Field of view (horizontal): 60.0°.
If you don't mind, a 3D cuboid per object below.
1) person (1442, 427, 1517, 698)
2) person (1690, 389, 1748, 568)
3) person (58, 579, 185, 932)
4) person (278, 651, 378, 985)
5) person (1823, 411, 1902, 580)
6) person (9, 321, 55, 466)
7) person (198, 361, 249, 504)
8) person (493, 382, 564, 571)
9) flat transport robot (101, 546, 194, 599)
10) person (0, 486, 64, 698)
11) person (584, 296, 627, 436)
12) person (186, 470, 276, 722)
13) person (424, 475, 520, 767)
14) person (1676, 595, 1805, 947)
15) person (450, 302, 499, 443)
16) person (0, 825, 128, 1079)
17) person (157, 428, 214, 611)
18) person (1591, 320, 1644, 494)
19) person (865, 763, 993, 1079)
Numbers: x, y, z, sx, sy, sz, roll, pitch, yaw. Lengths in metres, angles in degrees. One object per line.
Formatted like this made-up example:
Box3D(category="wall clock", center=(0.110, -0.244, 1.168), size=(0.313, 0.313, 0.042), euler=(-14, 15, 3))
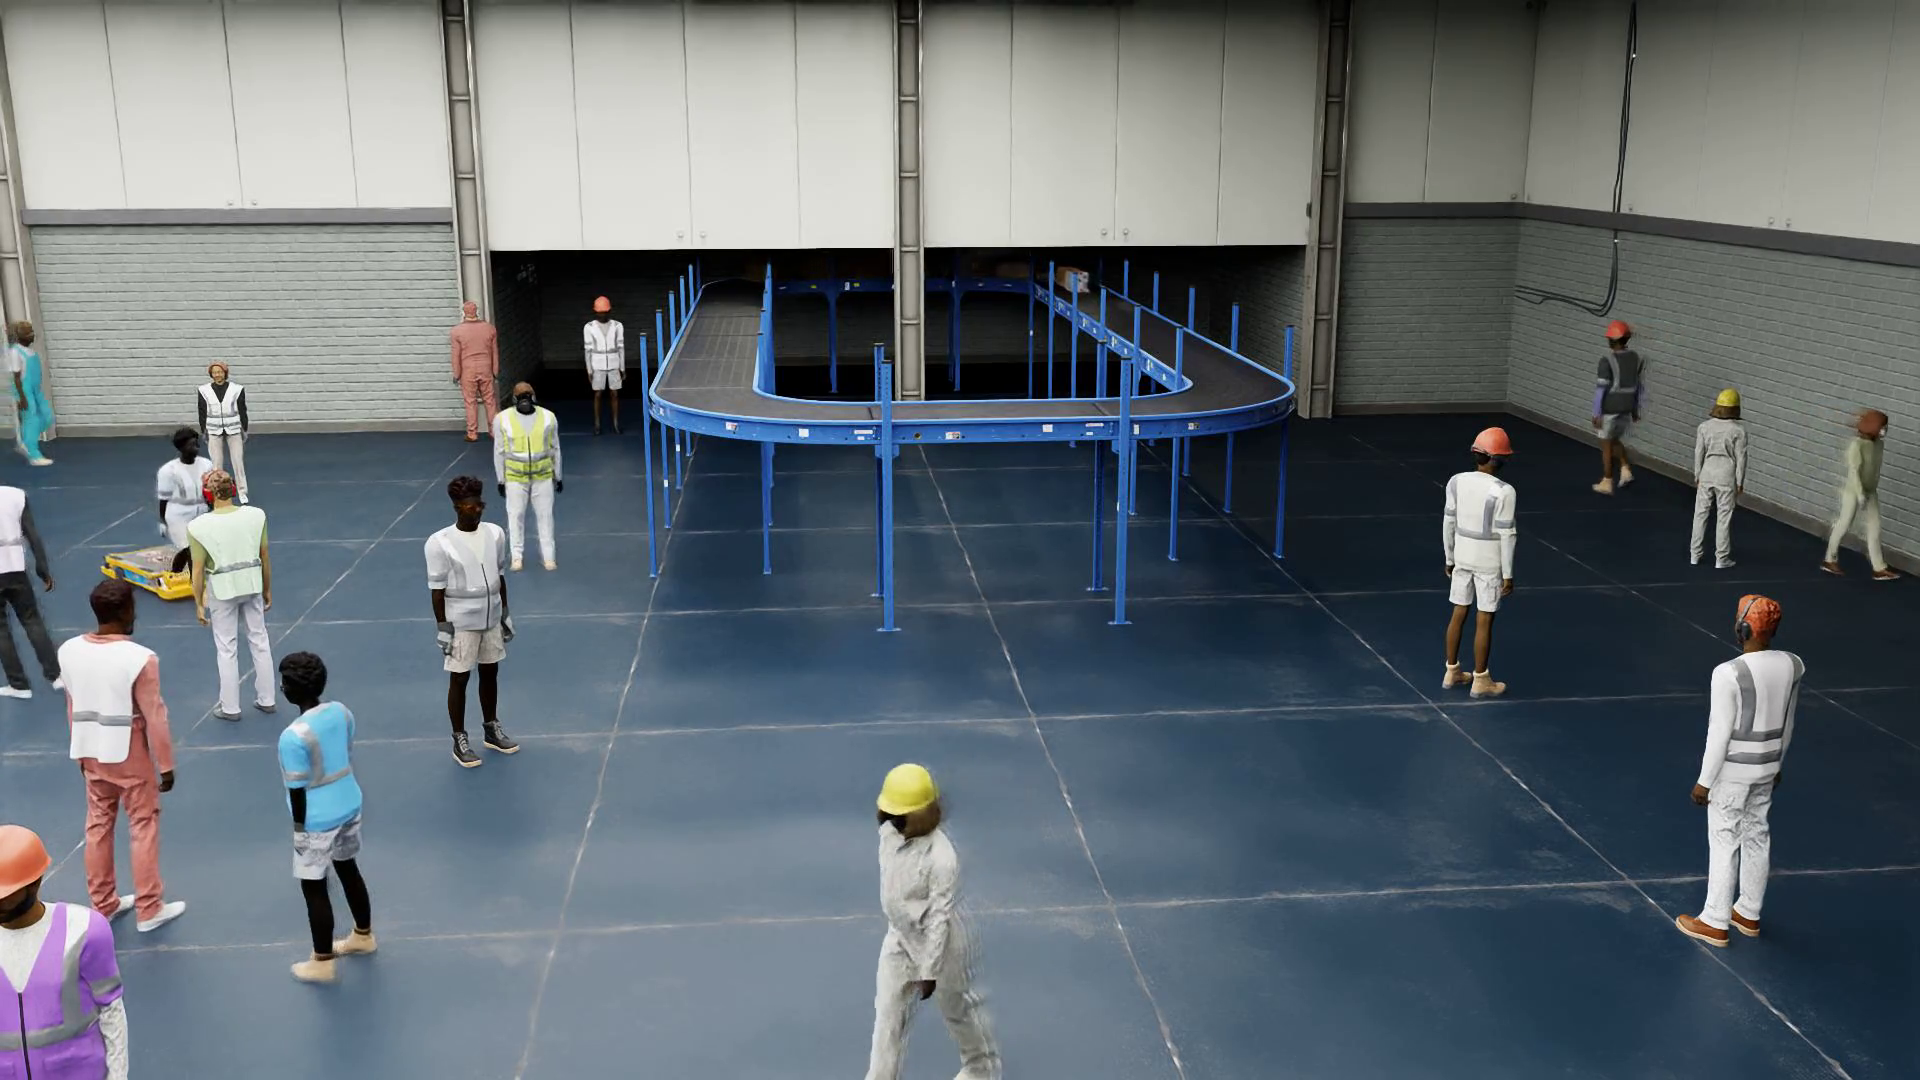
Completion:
Box3D(category="person", center=(3.921, 0.162, 12.503), size=(0.382, 2.041, 0.616), euler=(-9, 17, -33))
Box3D(category="person", center=(7.381, -0.600, 16.158), size=(0.297, 1.744, 0.487), euler=(-13, 19, -43))
Box3D(category="person", center=(-4.469, 1.148, 8.844), size=(0.591, 1.906, 0.412), euler=(4, 15, 16))
Box3D(category="person", center=(-3.200, 1.378, 8.362), size=(0.334, 1.687, 0.538), euler=(3, 14, 13))
Box3D(category="person", center=(8.579, -0.415, 15.712), size=(0.516, 1.599, 0.727), euler=(-7, 15, -25))
Box3D(category="person", center=(-11.681, -1.838, 20.920), size=(0.411, 1.833, 0.540), euler=(0, 14, -1))
Box3D(category="person", center=(-8.320, -1.211, 18.815), size=(0.510, 1.640, 0.308), euler=(-5, 15, -19))
Box3D(category="person", center=(-4.153, -0.612, 16.064), size=(0.646, 1.834, 0.555), euler=(-5, 15, -19))
Box3D(category="flat transport robot", center=(-7.445, 0.278, 15.636), size=(1.431, 0.197, 0.652), euler=(12, 18, 40))
Box3D(category="person", center=(-7.190, 0.266, 12.425), size=(0.452, 1.874, 0.629), euler=(13, 19, 42))
Box3D(category="person", center=(-4.891, -2.407, 22.997), size=(0.544, 1.938, 0.367), euler=(-5, 15, -19))
Box3D(category="person", center=(-5.214, 0.405, 11.956), size=(0.394, 1.836, 0.560), euler=(13, 19, 42))
Box3D(category="person", center=(-3.270, 0.529, 11.187), size=(0.367, 1.967, 0.607), euler=(10, 17, 35))
Box3D(category="person", center=(4.076, 1.200, 8.681), size=(0.584, 1.879, 0.349), euler=(-6, 15, -24))
Box3D(category="person", center=(-6.574, -2.275, 22.546), size=(0.643, 1.901, 0.400), euler=(-9, 16, -31))
Box3D(category="person", center=(-3.197, 1.892, 5.797), size=(0.553, 1.934, 0.363), euler=(-3, 14, -14))
Box3D(category="person", center=(-6.919, -0.216, 14.855), size=(0.939, 1.632, 0.539), euler=(7, 16, 26))
Box3D(category="person", center=(7.599, -1.529, 19.296), size=(0.639, 2.029, 0.449), euler=(-6, 15, -22))
Box3D(category="person", center=(-0.165, 1.702, 7.044), size=(0.495, 1.688, 0.852), euler=(14, 19, 43))
